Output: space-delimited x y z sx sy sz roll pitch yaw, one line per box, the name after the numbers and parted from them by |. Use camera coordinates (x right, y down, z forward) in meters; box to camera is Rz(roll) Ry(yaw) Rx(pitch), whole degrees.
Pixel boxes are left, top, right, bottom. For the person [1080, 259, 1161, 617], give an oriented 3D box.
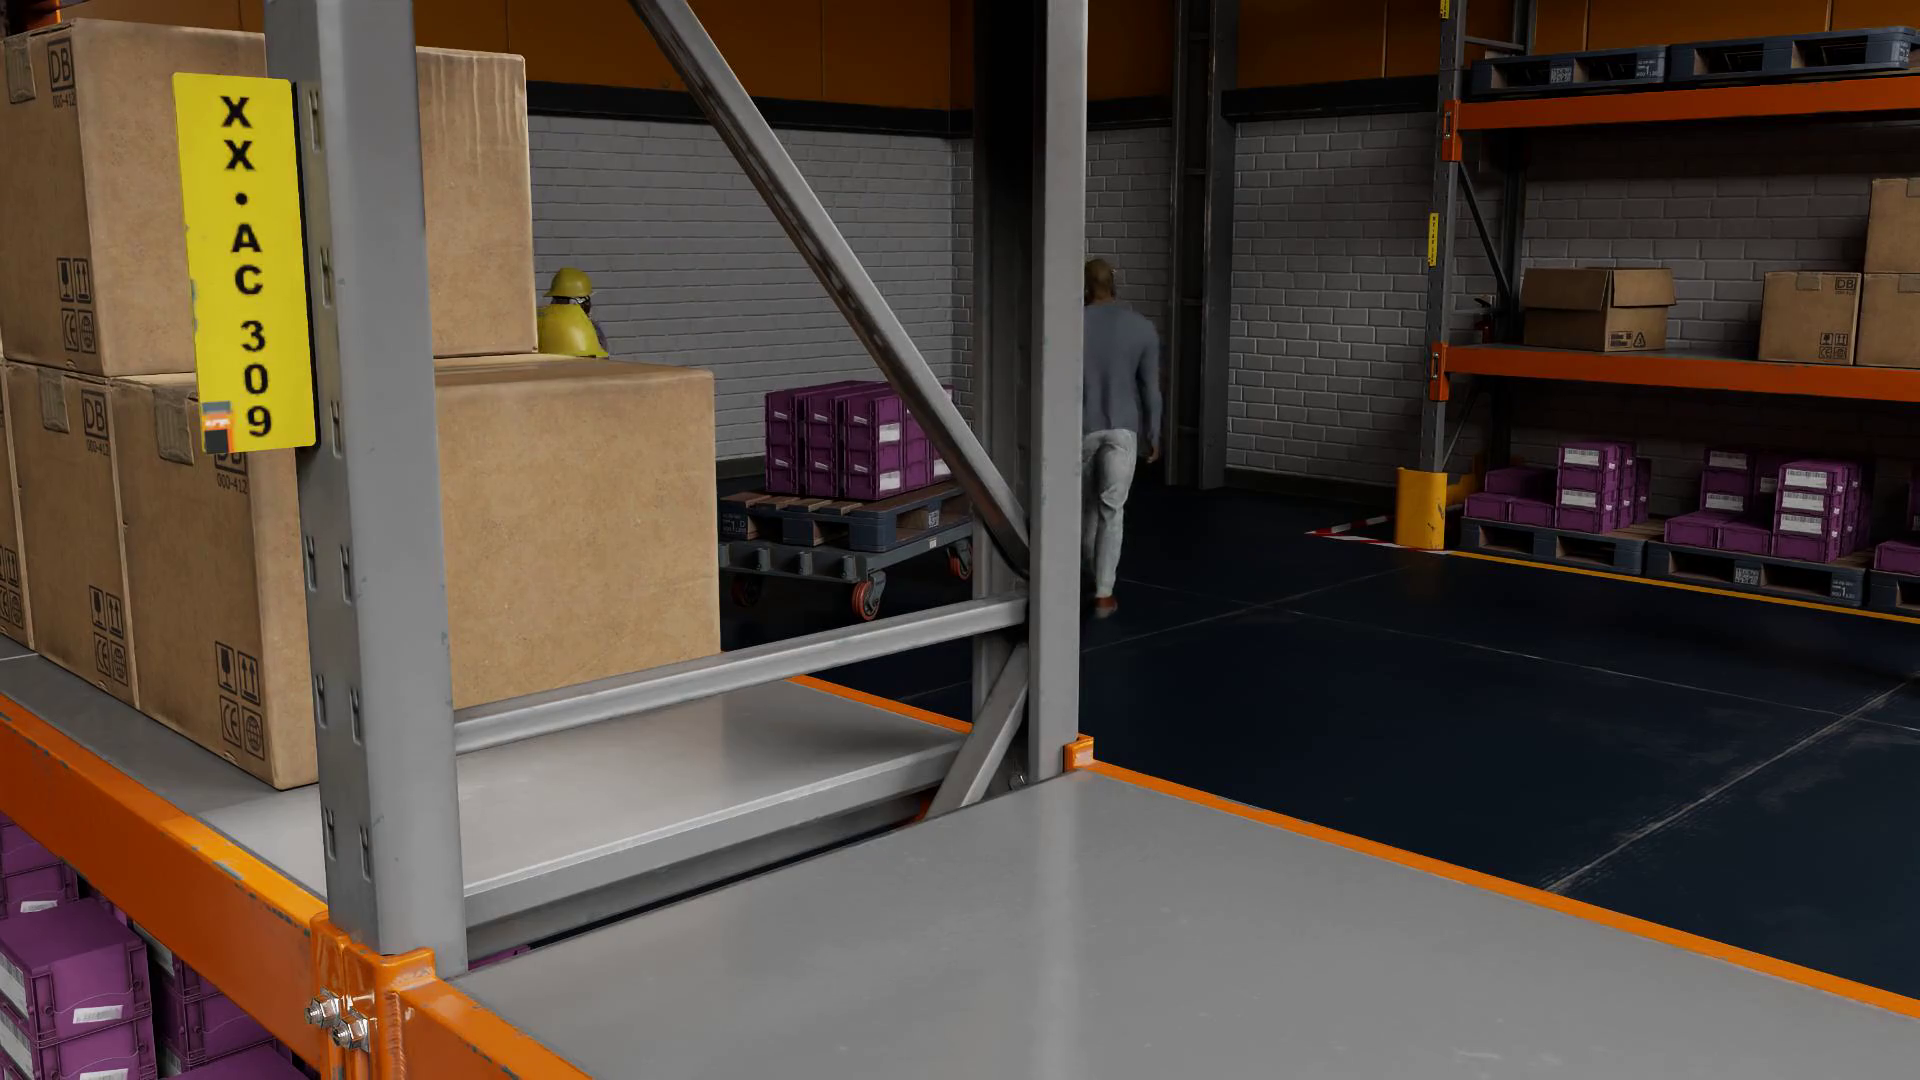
0.771 -0.578 9.095 0.640 1.879 0.949 1 10 6 | person

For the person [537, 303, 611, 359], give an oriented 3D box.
-1.385 0.106 5.617 0.782 1.808 0.599 4 11 19 | person

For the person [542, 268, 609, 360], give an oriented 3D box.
-2.261 -0.681 9.828 0.403 1.833 0.591 -4 11 -21 | person
